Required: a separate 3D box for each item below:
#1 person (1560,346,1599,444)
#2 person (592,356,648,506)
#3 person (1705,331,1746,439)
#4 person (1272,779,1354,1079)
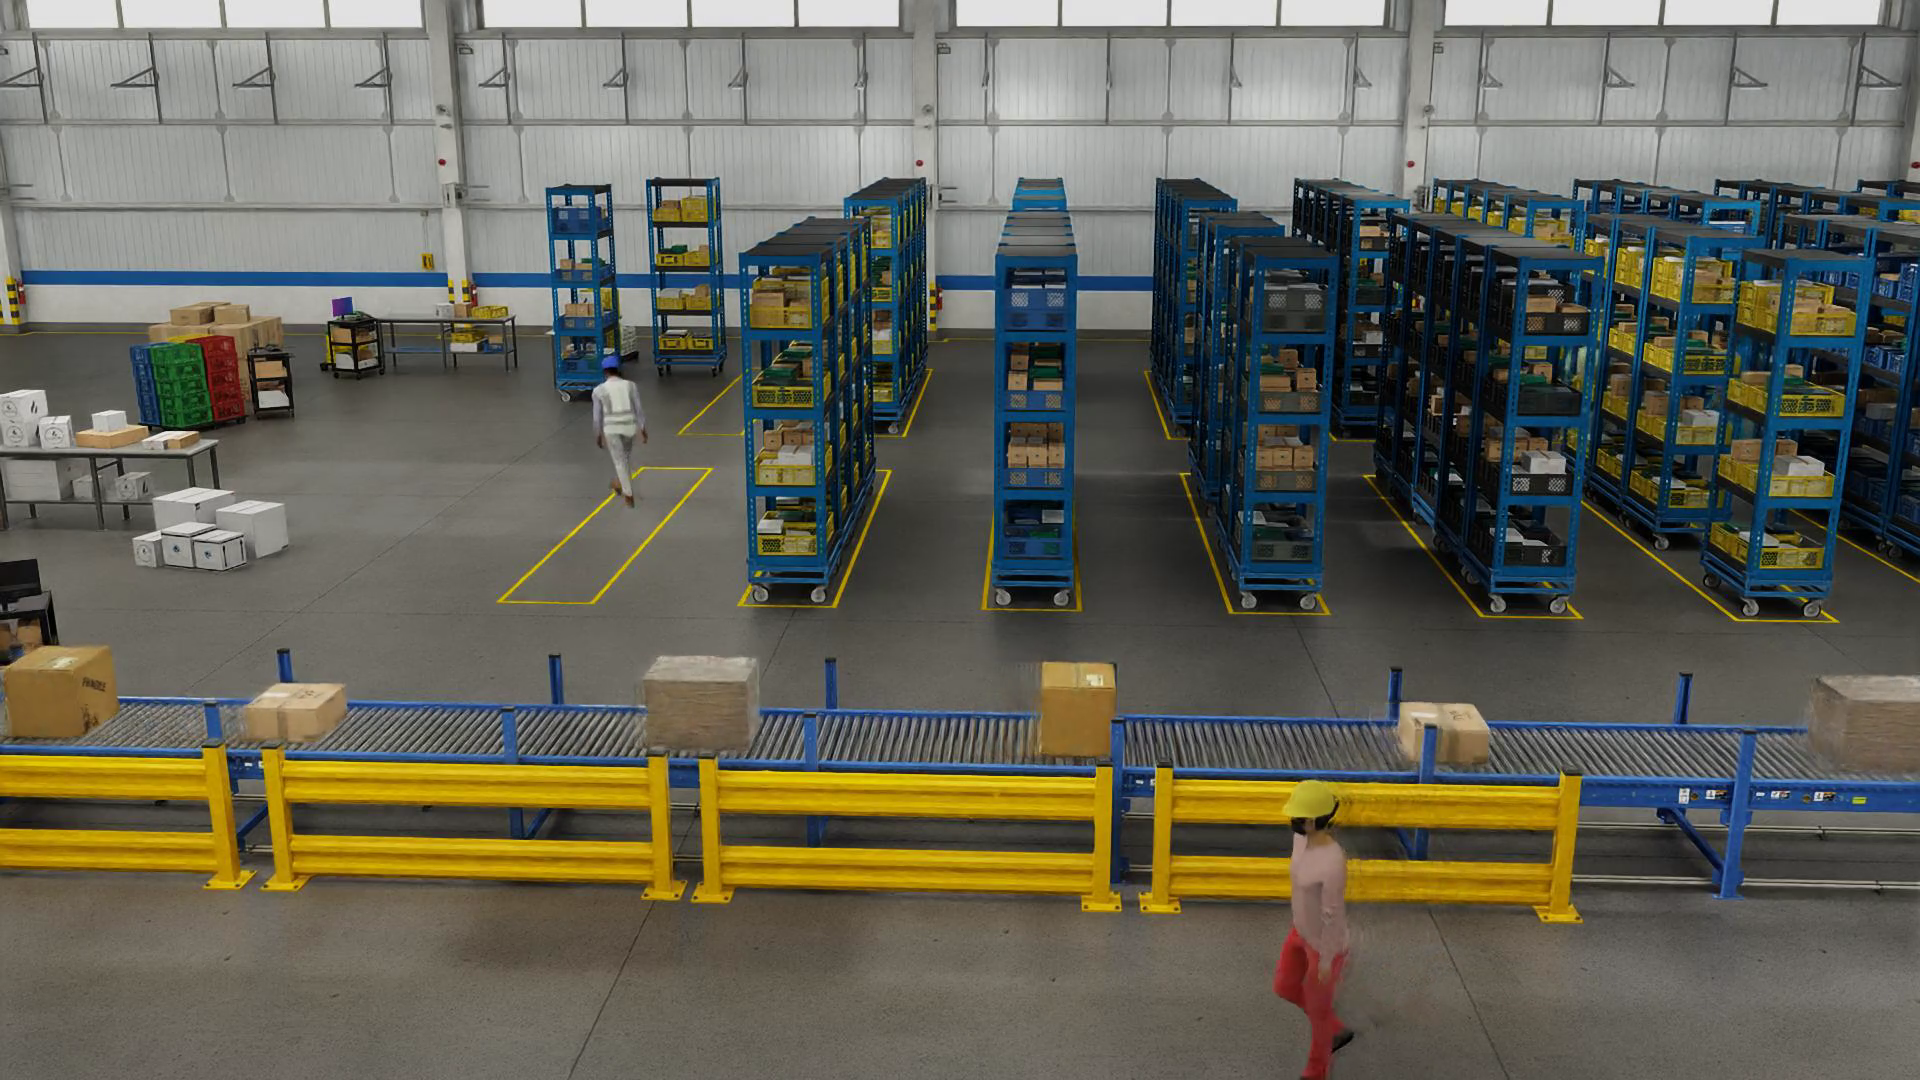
[{"bbox_3d":[9.224,-2.316,24.722,0.513,1.805,0.602,-7,17,-26],"label":"person"},{"bbox_3d":[-4.331,-1.395,21.205,0.669,1.862,1.044,-10,18,-32],"label":"person"},{"bbox_3d":[11.022,-2.129,24.040,0.966,1.792,0.585,3,15,13],"label":"person"},{"bbox_3d":[1.844,2.056,8.592,0.434,1.757,0.535,-4,16,-14],"label":"person"}]
